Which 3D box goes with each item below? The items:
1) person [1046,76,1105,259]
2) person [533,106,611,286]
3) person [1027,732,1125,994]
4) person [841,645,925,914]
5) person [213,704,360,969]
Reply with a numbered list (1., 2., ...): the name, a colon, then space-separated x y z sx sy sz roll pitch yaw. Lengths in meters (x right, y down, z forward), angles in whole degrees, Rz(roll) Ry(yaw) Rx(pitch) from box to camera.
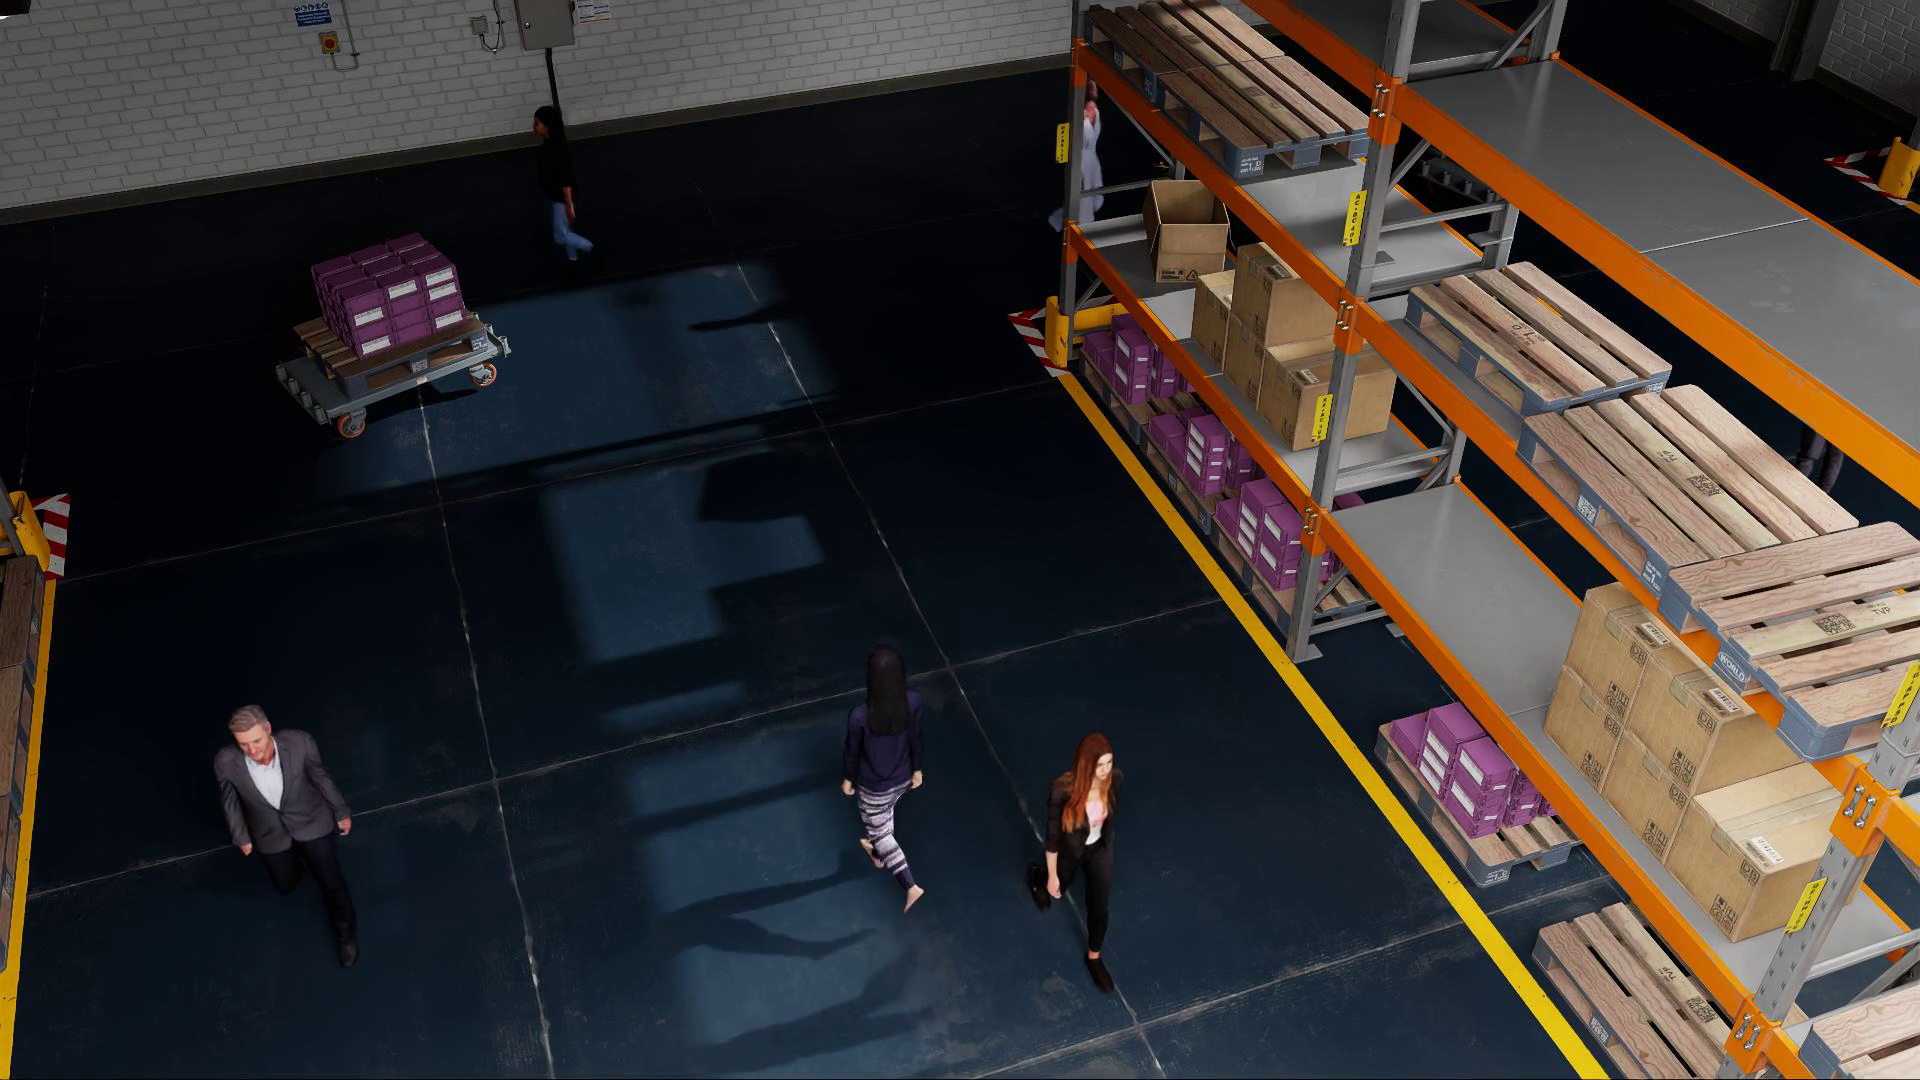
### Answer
1. person: 1.026 -3.337 14.958 0.893 1.770 0.823 18 42 22
2. person: -3.409 -3.022 14.630 0.658 1.687 0.661 -15 41 -18
3. person: 0.590 1.594 8.851 0.599 1.685 1.063 -12 40 -15
4. person: -0.378 1.336 9.155 0.755 1.708 1.008 -22 43 -25
5. person: -3.594 1.480 8.899 0.806 1.805 1.028 -18 42 -21
